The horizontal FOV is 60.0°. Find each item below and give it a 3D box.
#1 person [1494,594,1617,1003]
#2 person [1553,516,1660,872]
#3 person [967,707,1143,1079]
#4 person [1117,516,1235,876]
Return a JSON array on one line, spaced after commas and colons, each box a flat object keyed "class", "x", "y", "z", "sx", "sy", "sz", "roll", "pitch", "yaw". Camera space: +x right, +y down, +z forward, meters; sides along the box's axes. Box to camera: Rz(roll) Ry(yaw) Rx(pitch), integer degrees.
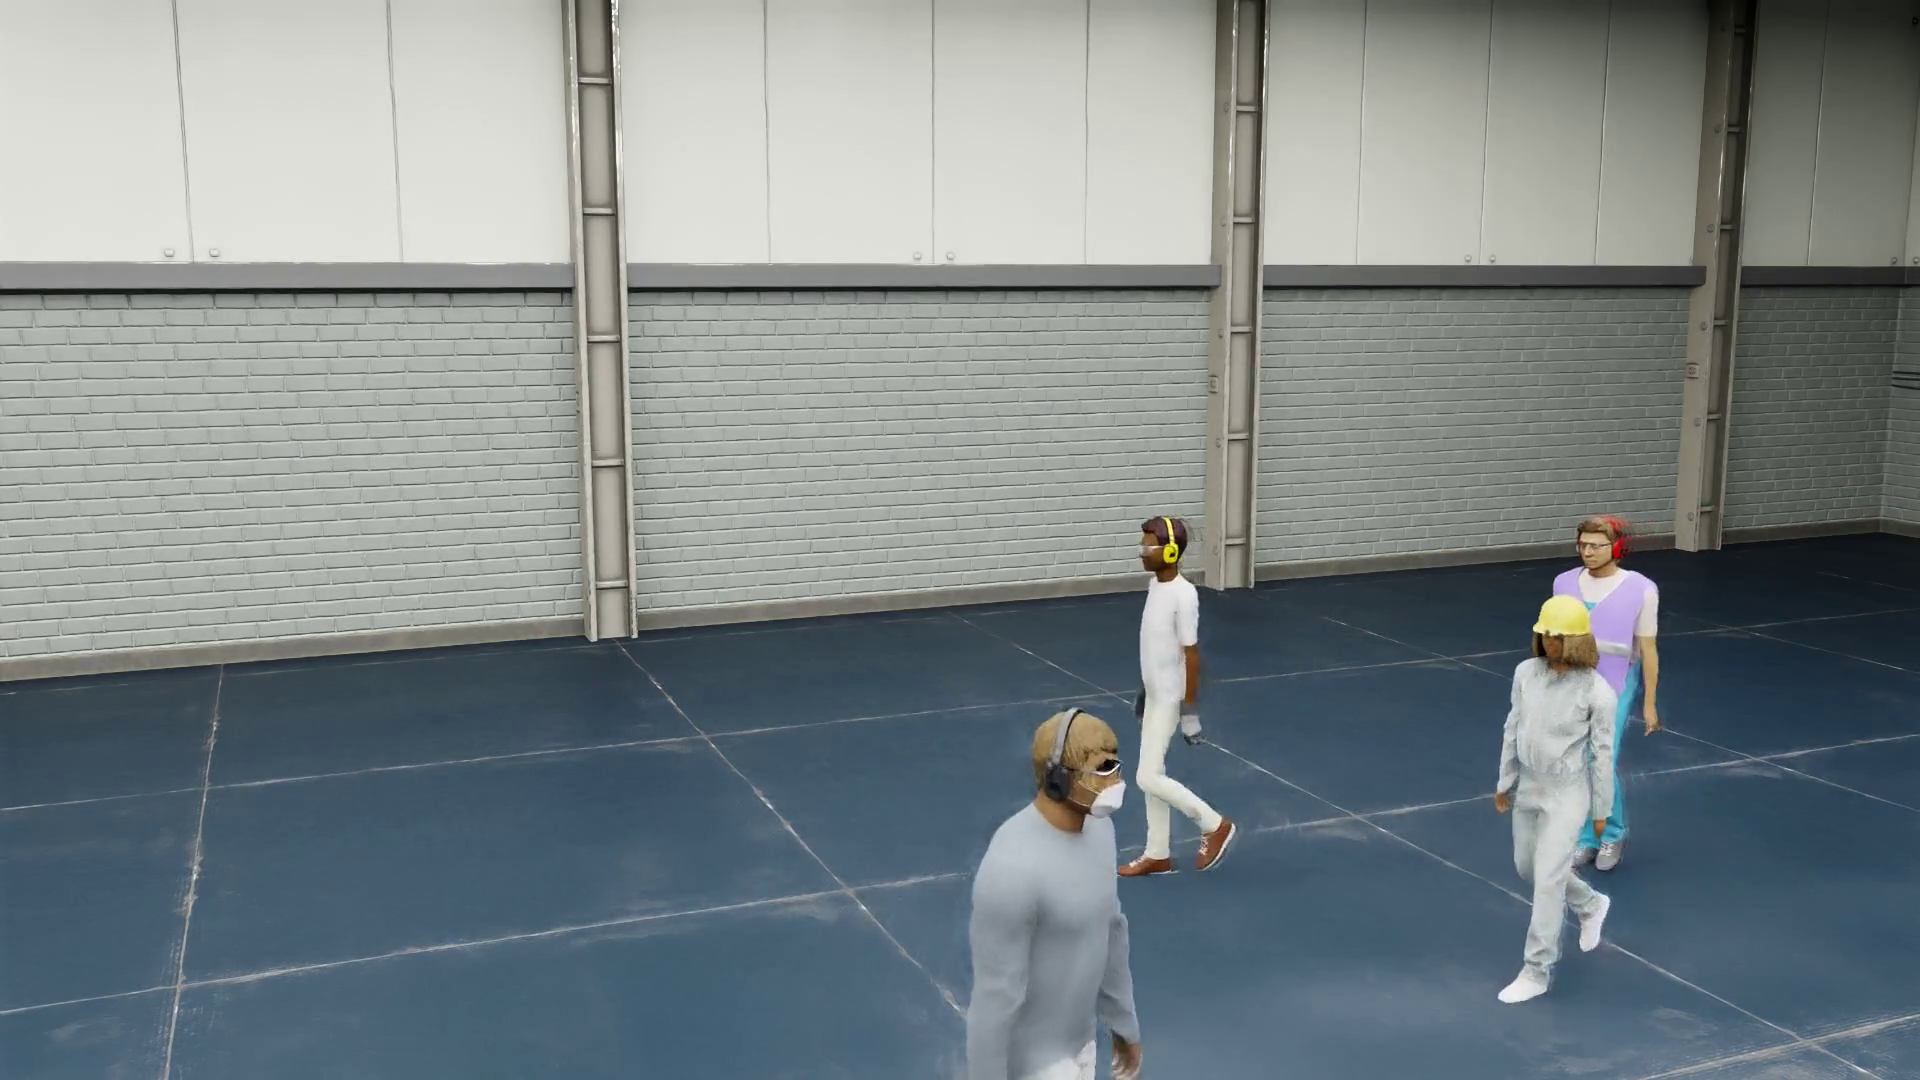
[{"class": "person", "x": 2.569, "y": 1.059, "z": 7.062, "sx": 0.720, "sy": 1.721, "sz": 0.486, "roll": -5, "pitch": 10, "yaw": -28}, {"class": "person", "x": 3.237, "y": 0.782, "z": 8.449, "sx": 0.453, "sy": 1.829, "sz": 0.610, "roll": -6, "pitch": 11, "yaw": -33}, {"class": "person", "x": 0.346, "y": 1.386, "z": 4.409, "sx": 0.833, "sy": 1.907, "sz": 0.654, "roll": 4, "pitch": 10, "yaw": 25}, {"class": "person", "x": 1.061, "y": 0.791, "z": 8.333, "sx": 0.502, "sy": 1.856, "sz": 0.517, "roll": -1, "pitch": 9, "yaw": -8}]
